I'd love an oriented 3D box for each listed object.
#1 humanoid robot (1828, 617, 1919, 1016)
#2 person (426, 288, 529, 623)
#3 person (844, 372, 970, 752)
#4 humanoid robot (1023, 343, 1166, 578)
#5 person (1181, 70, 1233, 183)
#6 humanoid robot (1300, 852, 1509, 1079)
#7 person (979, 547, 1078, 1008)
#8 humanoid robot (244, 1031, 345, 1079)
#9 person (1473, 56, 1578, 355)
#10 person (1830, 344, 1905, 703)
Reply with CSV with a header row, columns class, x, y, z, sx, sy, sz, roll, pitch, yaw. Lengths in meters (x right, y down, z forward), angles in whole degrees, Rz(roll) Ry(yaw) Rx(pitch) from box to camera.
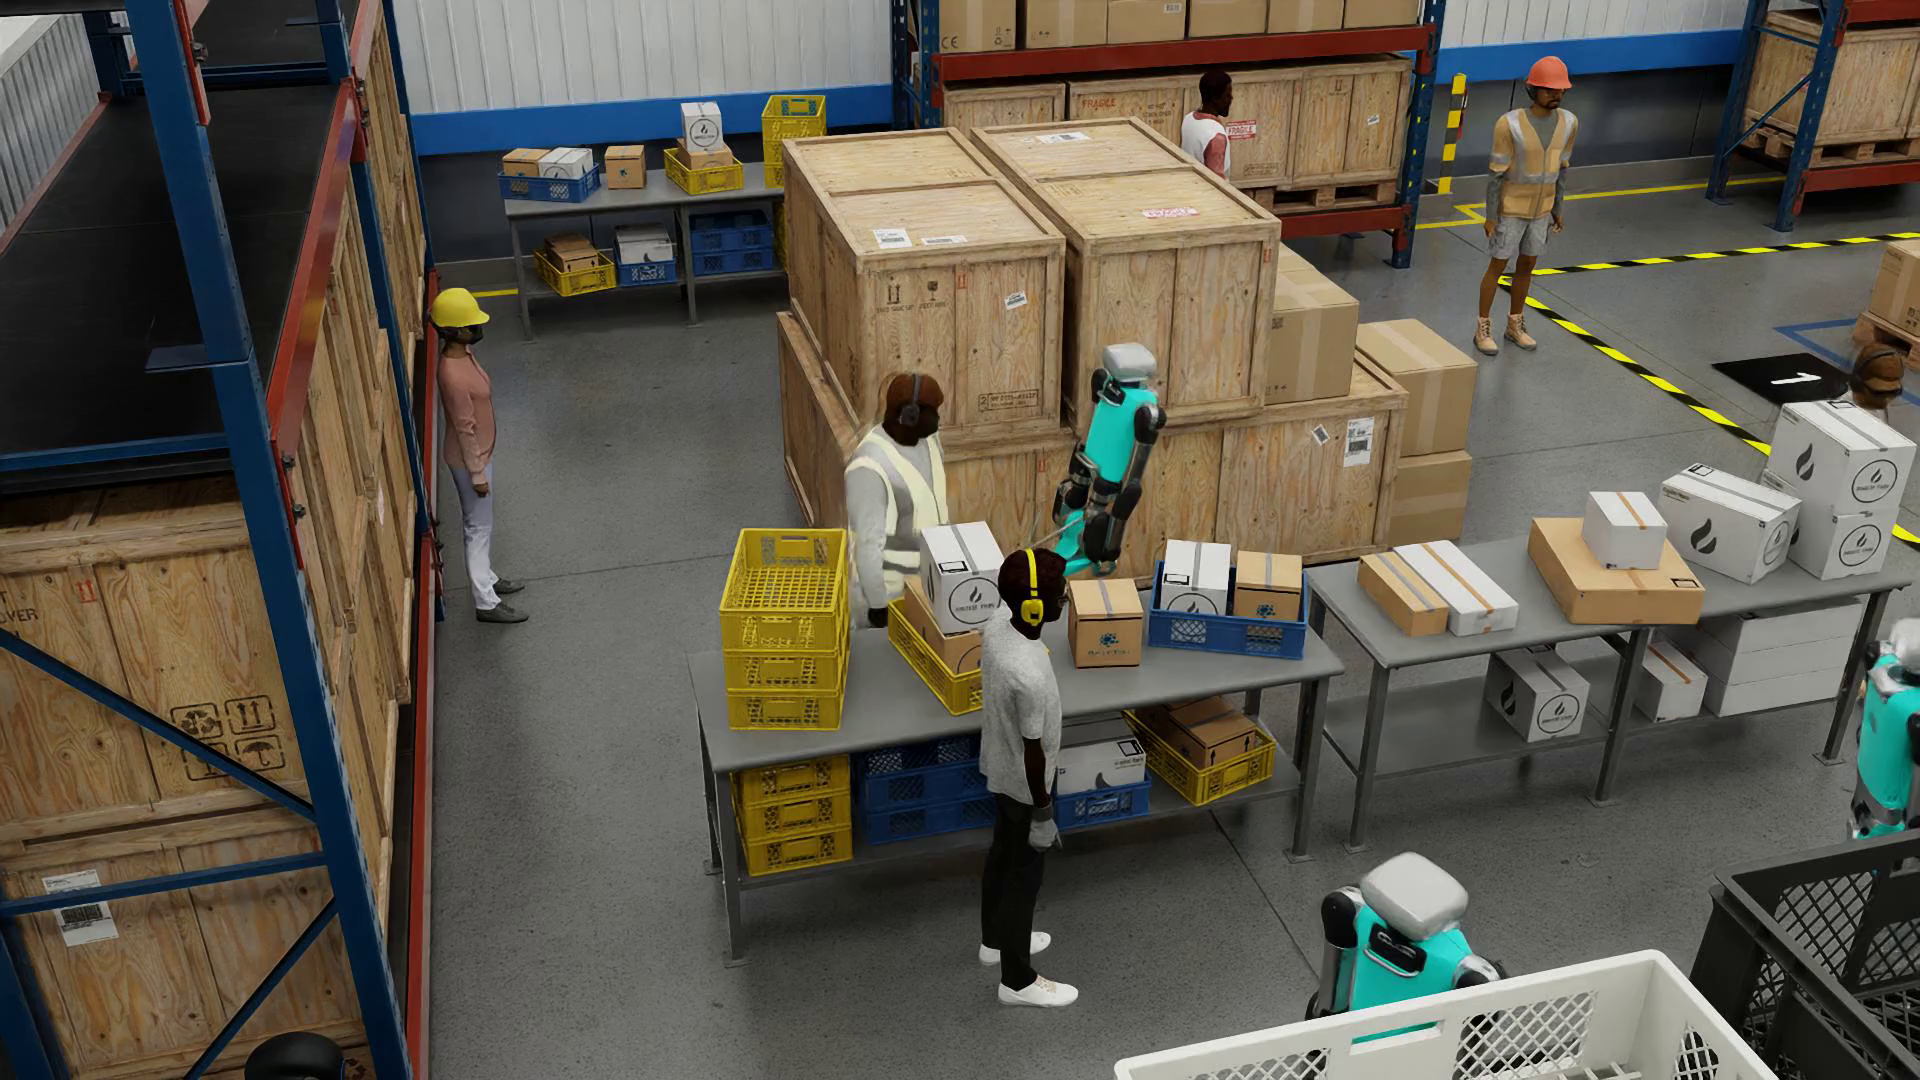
class,x,y,z,sx,sy,sz,roll,pitch,yaw
humanoid robot,3.344,1.073,5.664,0.788,1.787,0.546,3,29,6
person,-2.417,-0.419,8.325,0.311,1.768,0.526,-7,30,-13
person,-0.237,0.128,7.321,0.968,1.779,0.662,18,33,29
humanoid robot,0.442,-0.024,7.648,0.908,1.735,0.550,-12,31,-20
person,1.688,-2.305,11.592,0.390,1.918,0.590,-7,30,-13
humanoid robot,1.012,1.716,4.510,0.837,1.797,0.547,-23,36,-35
person,0.240,0.849,5.916,0.327,1.871,0.515,-7,30,-13
humanoid robot,-1.566,1.882,4.226,0.315,1.657,0.599,-7,30,-13
person,3.884,-2.278,11.411,0.607,2.048,0.364,-7,30,-13
person,4.050,-0.096,7.713,0.588,1.791,0.794,-19,34,-30
